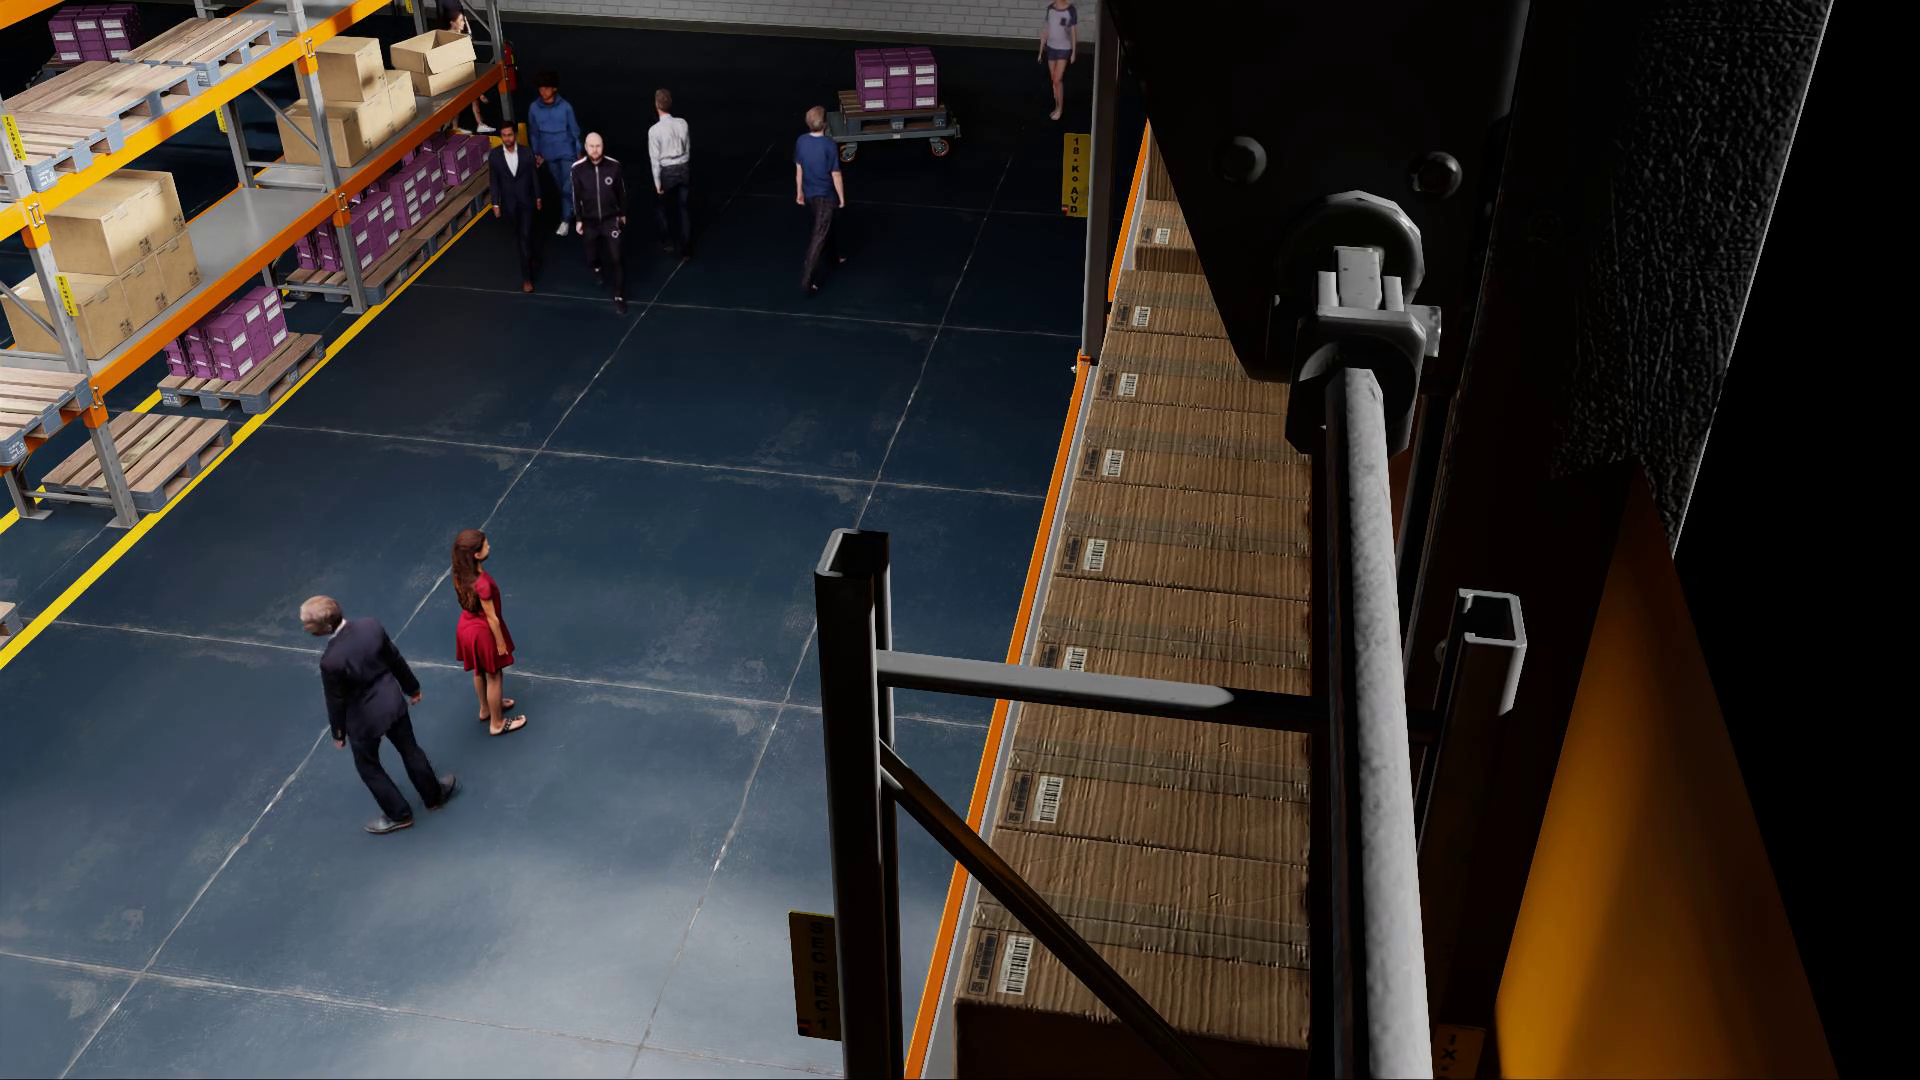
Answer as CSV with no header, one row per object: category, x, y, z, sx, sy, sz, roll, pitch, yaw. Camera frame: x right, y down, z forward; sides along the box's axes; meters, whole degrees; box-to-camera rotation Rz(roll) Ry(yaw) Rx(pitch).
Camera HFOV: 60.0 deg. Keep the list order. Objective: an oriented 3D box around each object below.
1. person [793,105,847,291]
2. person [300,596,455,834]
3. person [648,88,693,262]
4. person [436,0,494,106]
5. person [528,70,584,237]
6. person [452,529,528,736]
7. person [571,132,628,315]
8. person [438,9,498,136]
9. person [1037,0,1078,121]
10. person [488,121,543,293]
person,-1.451,-3.415,16.791,0.938,1.830,1.277,18,37,25
person,-3.530,1.017,10.168,0.979,1.781,0.727,25,41,33
person,-2.963,-3.780,17.370,0.878,1.798,0.945,-17,37,-24
person,-6.616,-6.479,21.478,0.800,1.744,1.130,11,35,17
person,-4.352,-4.244,18.104,0.717,1.758,1.145,4,34,6
person,-3.166,0.597,11.008,0.738,1.551,0.678,-28,42,-35
person,-3.550,-3.169,16.436,0.906,1.814,1.106,-7,34,-10
person,-6.256,-5.708,20.446,0.760,1.604,0.755,-1,34,-1
person,1.315,-6.235,21.110,0.732,1.746,0.784,26,41,33
person,-4.504,-3.465,16.997,0.893,1.686,1.238,-4,34,-6
